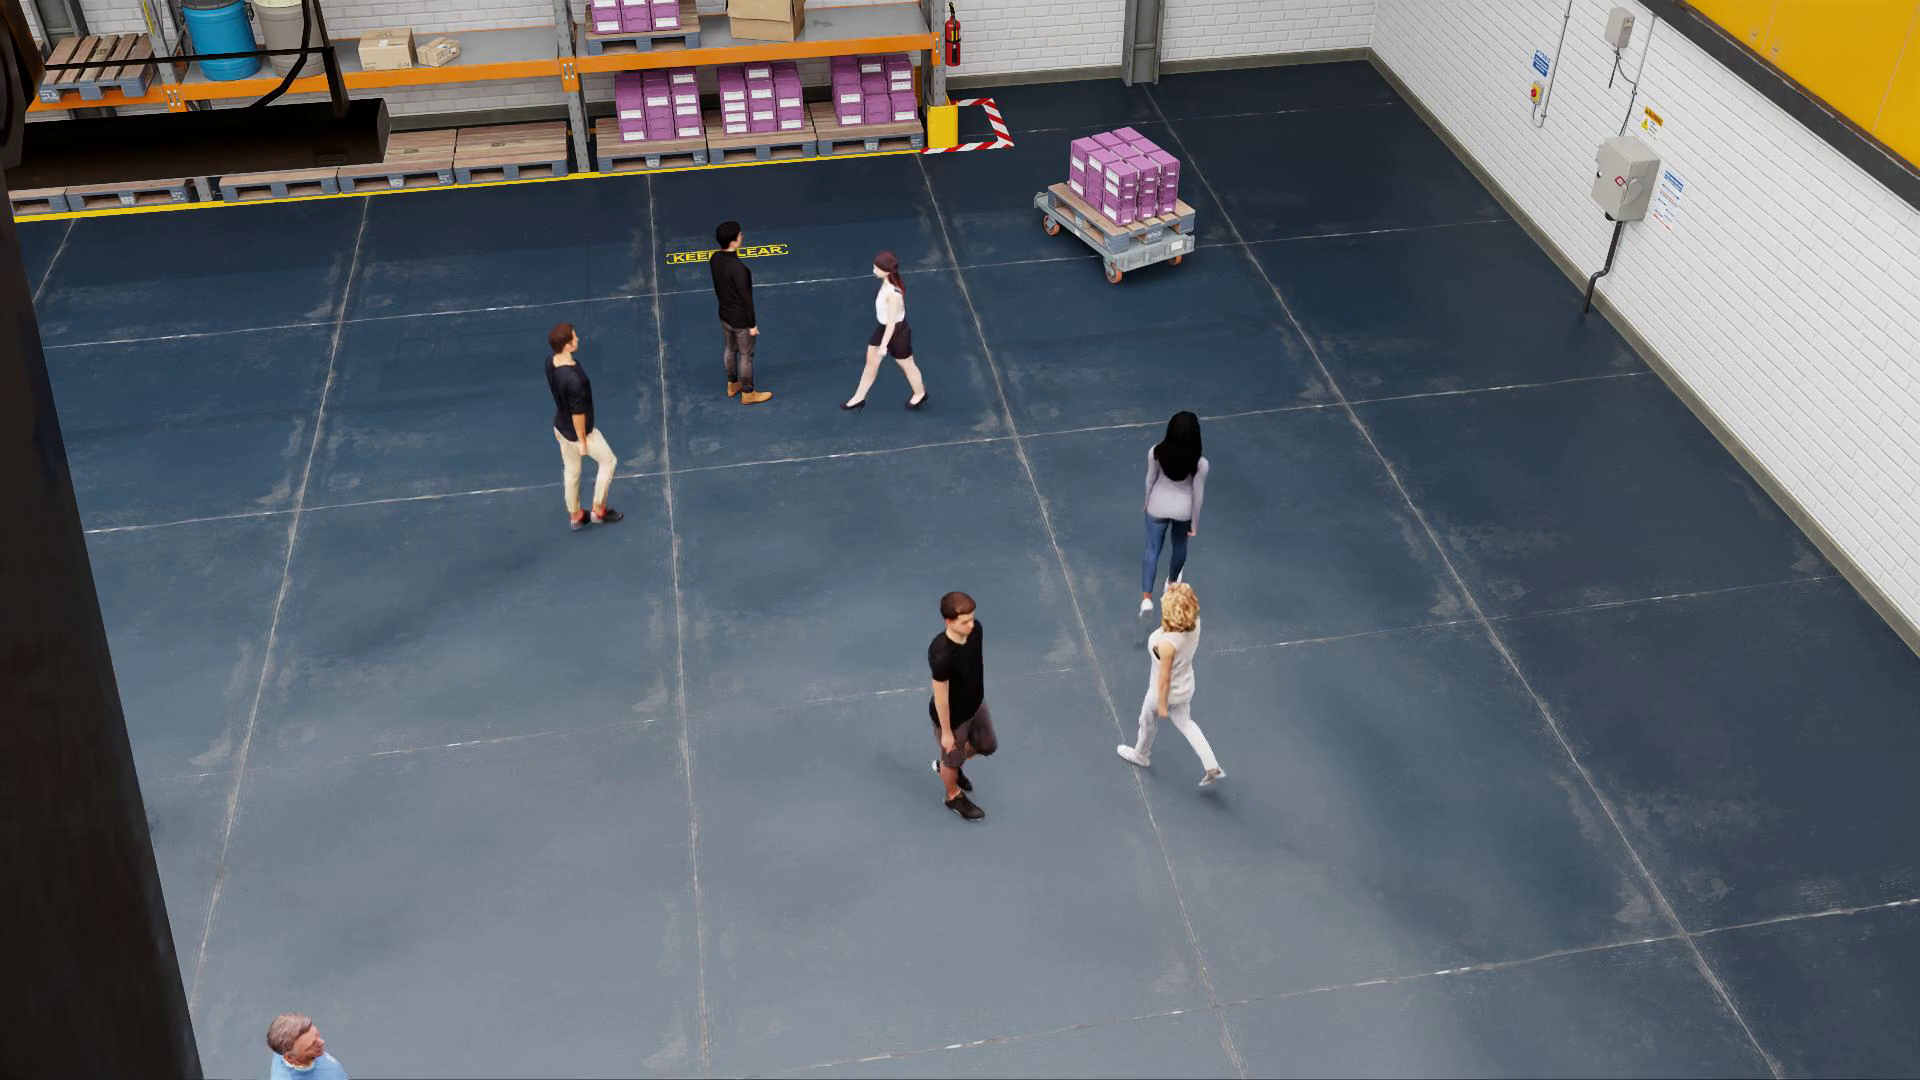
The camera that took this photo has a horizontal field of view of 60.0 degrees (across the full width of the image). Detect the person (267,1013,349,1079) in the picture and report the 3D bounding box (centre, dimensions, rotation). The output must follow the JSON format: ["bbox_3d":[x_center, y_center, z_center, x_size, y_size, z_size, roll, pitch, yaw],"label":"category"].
[{"bbox_3d":[-3.221,2.927,8.204,0.921,1.800,0.707,-10,40,-13],"label":"person"}]

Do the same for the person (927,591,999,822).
[{"bbox_3d":[-0.076,1.024,10.548,0.905,1.849,0.841,26,45,28],"label":"person"}]

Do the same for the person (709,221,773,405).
[{"bbox_3d":[-1.933,-1.971,14.400,0.724,1.723,0.726,-29,47,-31],"label":"person"}]

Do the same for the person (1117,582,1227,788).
[{"bbox_3d":[1.441,0.969,10.780,1.050,1.645,1.037,27,46,30],"label":"person"}]

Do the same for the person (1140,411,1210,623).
[{"bbox_3d":[1.515,-0.152,12.127,1.070,1.717,0.983,12,40,14],"label":"person"}]

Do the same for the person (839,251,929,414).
[{"bbox_3d":[-0.477,-1.746,14.207,1.041,1.612,0.647,-9,40,-11],"label":"person"}]

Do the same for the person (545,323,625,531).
[{"bbox_3d":[-3.051,-0.830,12.875,0.813,1.842,0.775,-31,48,-33],"label":"person"}]
